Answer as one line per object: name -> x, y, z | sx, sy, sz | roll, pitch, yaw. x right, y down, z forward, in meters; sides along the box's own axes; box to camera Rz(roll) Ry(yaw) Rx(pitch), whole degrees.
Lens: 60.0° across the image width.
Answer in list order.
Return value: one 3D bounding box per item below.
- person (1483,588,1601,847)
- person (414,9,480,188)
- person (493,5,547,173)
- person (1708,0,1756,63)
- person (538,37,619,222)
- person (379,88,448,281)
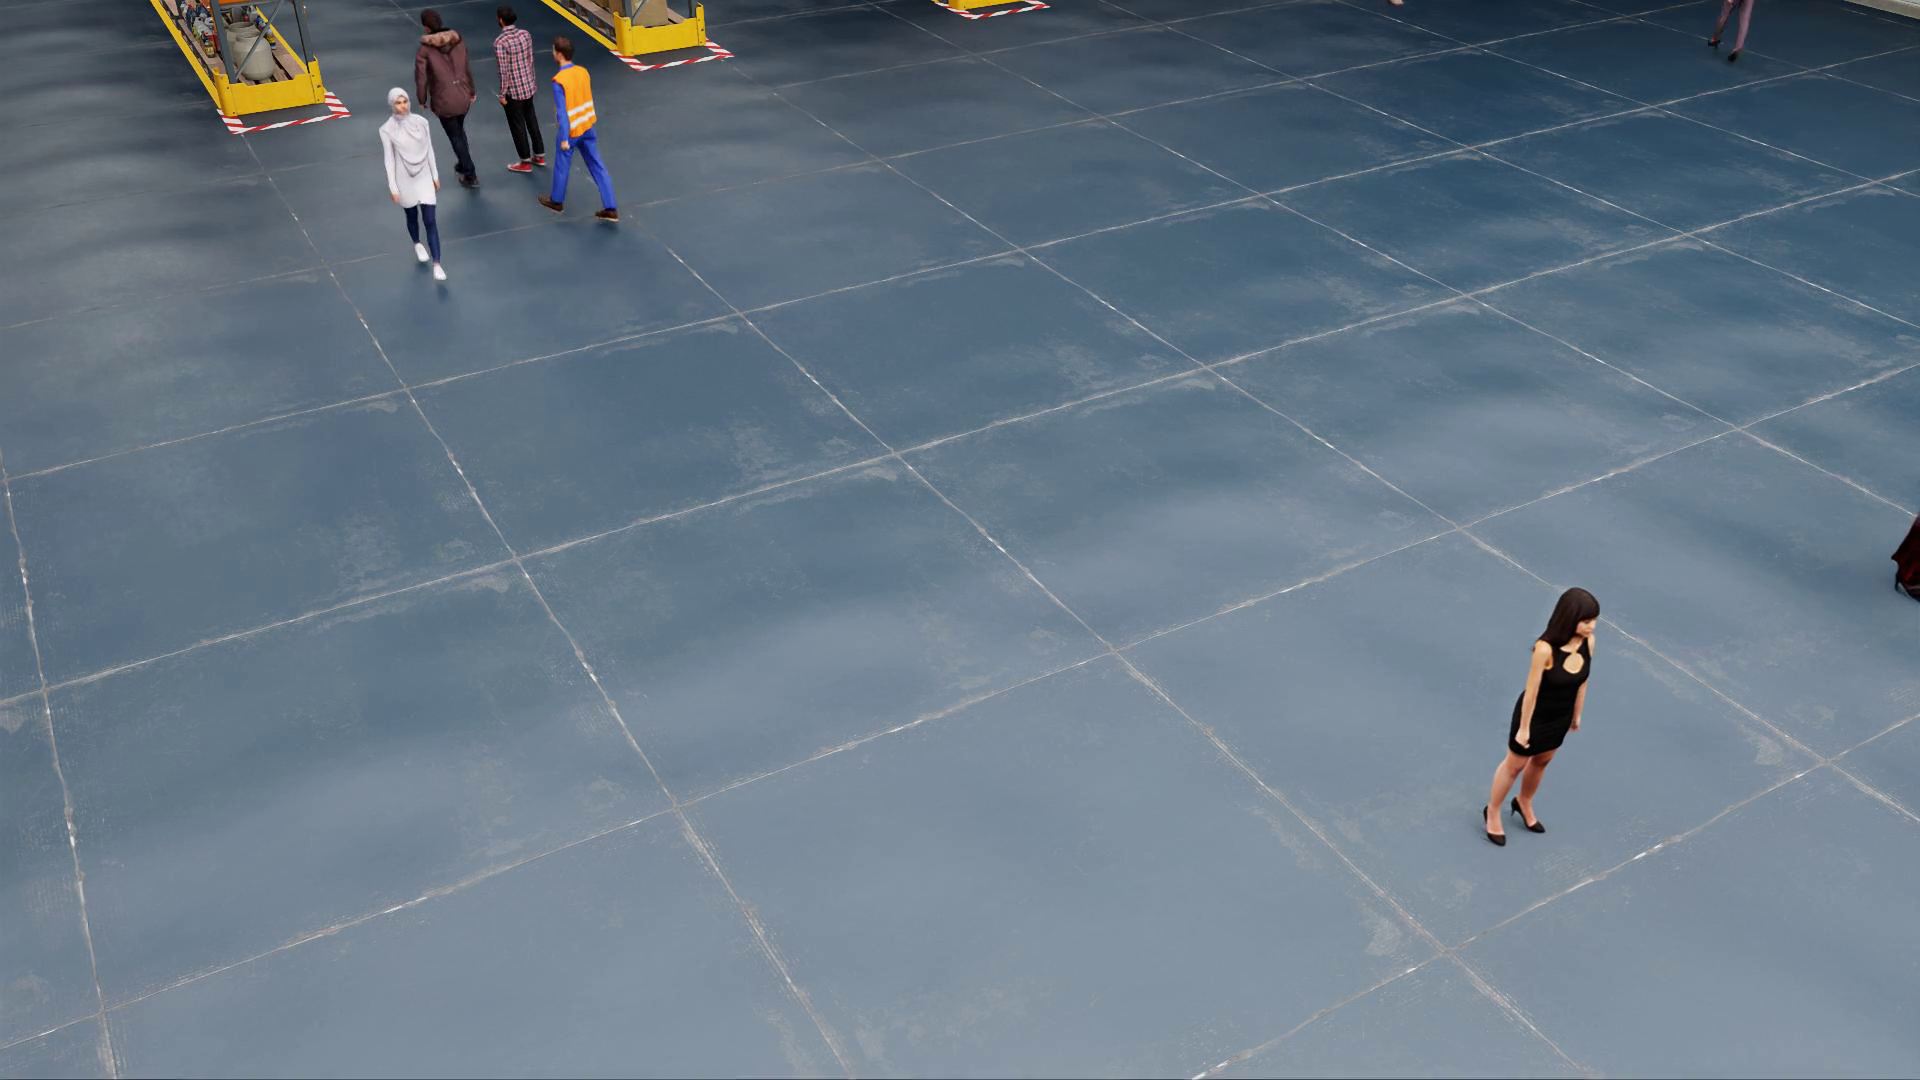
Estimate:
person -> 3.075, 0.929, 8.801 | 0.590, 1.644, 0.560 | -12, 34, -18
person -> -5.270, -4.569, 17.353 | 0.954, 1.819, 0.899 | 25, 40, 34
person -> -4.754, -4.851, 17.855 | 0.783, 1.762, 0.785 | 16, 35, 23
person -> 10.048, -6.937, 21.276 | 0.890, 1.639, 1.069 | -1, 32, -2
person -> -3.728, -4.013, 16.476 | 1.315, 1.815, 1.118 | 16, 36, 24
person -> -5.102, -3.328, 15.470 | 0.651, 1.730, 1.136 | -16, 36, -23
